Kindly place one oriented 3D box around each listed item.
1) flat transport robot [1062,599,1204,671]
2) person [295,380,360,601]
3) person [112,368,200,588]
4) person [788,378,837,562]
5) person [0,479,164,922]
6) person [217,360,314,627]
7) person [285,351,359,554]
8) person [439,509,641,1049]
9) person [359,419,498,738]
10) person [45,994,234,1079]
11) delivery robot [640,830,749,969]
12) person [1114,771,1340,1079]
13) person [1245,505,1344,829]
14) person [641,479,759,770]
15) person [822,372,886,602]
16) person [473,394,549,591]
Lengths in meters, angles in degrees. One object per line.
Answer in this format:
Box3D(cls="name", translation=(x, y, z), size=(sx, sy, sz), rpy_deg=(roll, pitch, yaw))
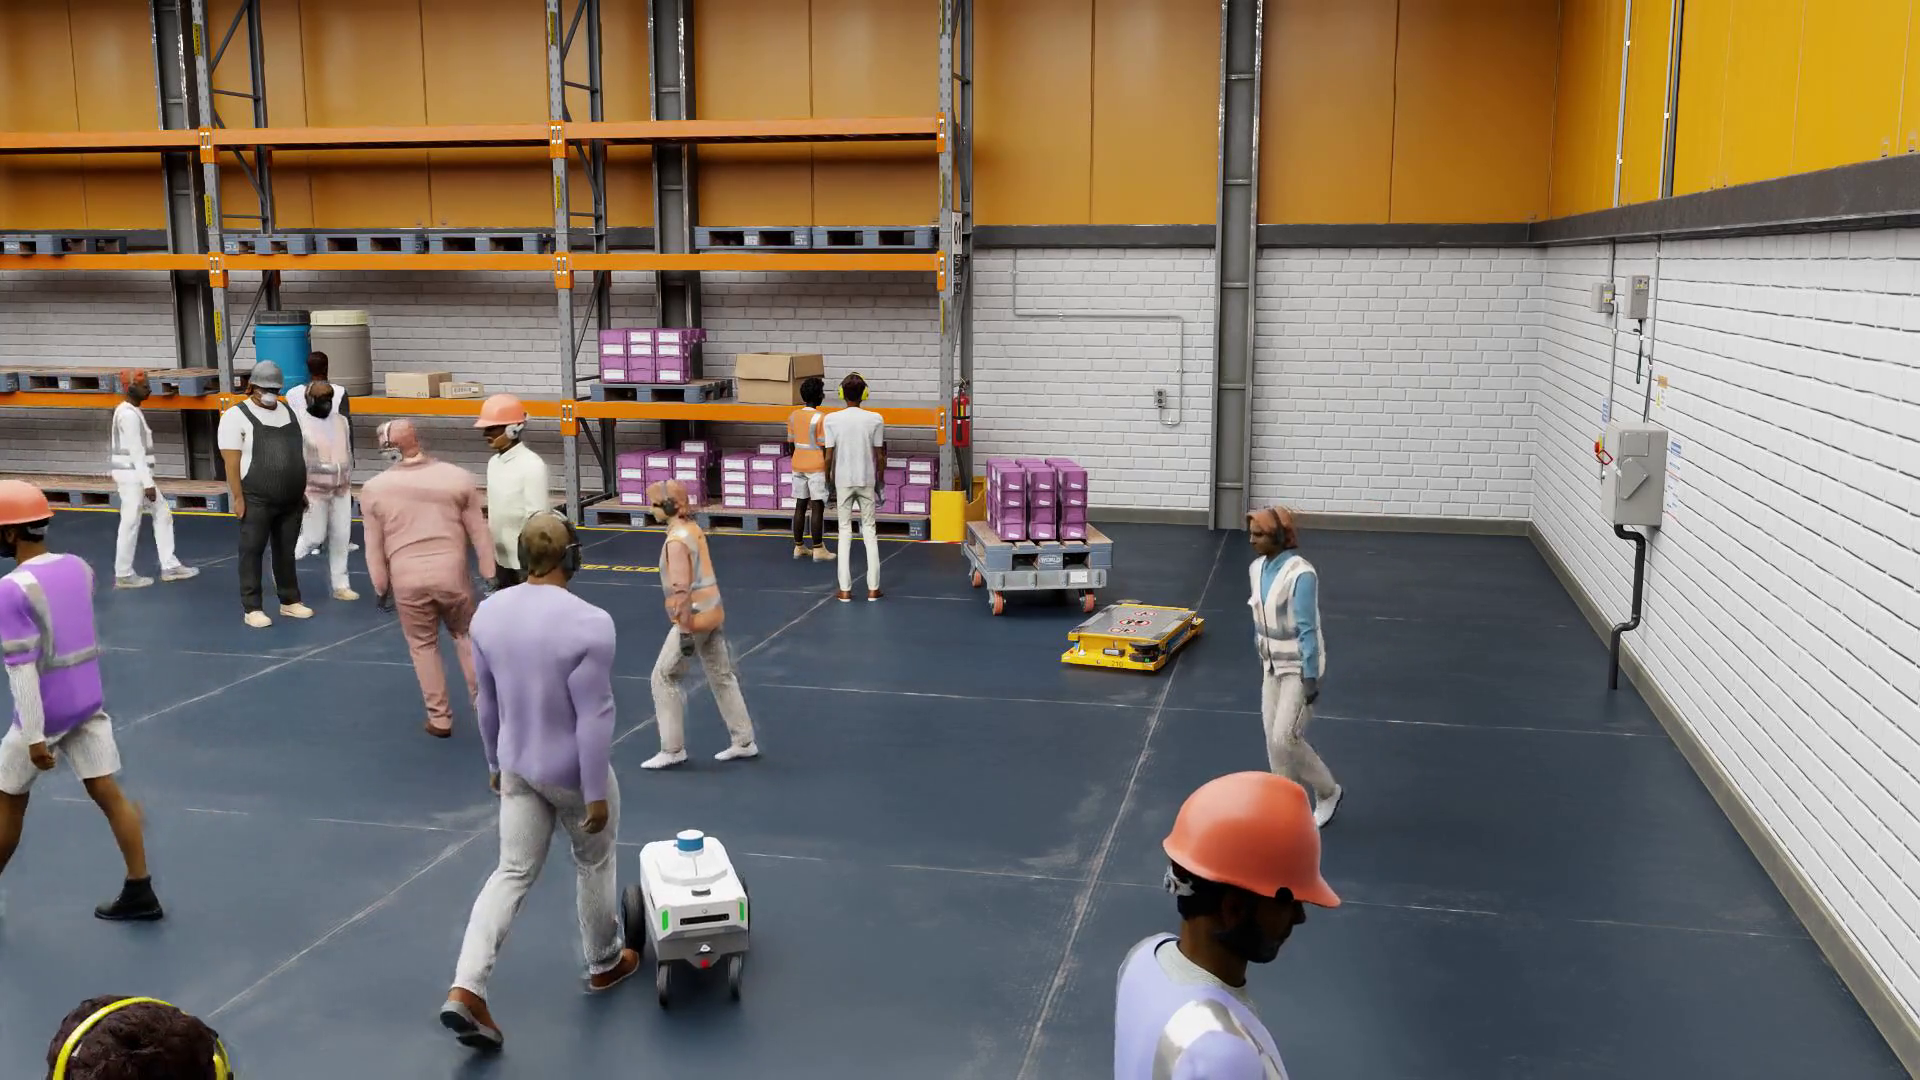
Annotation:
Box3D(cls="flat transport robot", translation=(1.253, 0.660, 11.826), size=(0.652, 0.197, 1.431), rpy_deg=(4, 10, 21))
Box3D(cls="person", translation=(-5.256, -0.406, 13.580), size=(0.655, 1.819, 0.629), rpy_deg=(6, 11, 31))
Box3D(cls="person", translation=(-6.870, -0.526, 14.157), size=(0.786, 1.854, 0.598), rpy_deg=(-4, 10, -22))
Box3D(cls="person", translation=(-1.368, -0.651, 15.376), size=(0.540, 1.695, 0.317), rpy_deg=(9, 13, 43))
Box3D(cls="person", translation=(-3.834, 0.685, 6.907), size=(0.993, 1.883, 0.569), rpy_deg=(2, 10, 11))
Box3D(cls="person", translation=(-5.246, -0.373, 12.715), size=(0.536, 2.000, 0.676), rpy_deg=(6, 11, 32))
Box3D(cls="person", translation=(-6.019, -0.816, 15.698), size=(0.587, 1.920, 0.393), rpy_deg=(0, 10, -2))
Box3D(cls="person", translation=(-1.525, 0.839, 5.987), size=(0.636, 1.904, 0.968), rpy_deg=(4, 10, 23))
Box3D(cls="person", translation=(-3.089, 0.226, 9.691), size=(0.750, 1.876, 0.419), rpy_deg=(-4, 11, -25))
Box3D(cls="person", translation=(-0.990, 1.509, 2.252), size=(0.556, 1.815, 0.995), rpy_deg=(-7, 12, -34))
Box3D(cls="delivery robot", translation=(-1.043, 1.375, 6.476), size=(0.477, 0.478, 0.707), rpy_deg=(-3, 10, -17))
Box3D(cls="person", translation=(0.448, 1.340, 2.906), size=(0.374, 1.928, 0.543), rpy_deg=(-2, 10, -9))
Box3D(cls="person", translation=(1.577, 0.630, 8.009), size=(0.417, 1.616, 0.526), rpy_deg=(-4, 10, -20))
Box3D(cls="person", translation=(-1.460, 0.462, 9.075), size=(0.730, 1.598, 0.535), rpy_deg=(1, 10, 4))
Box3D(cls="person", translation=(-0.863, -0.428, 13.545), size=(0.521, 1.873, 0.335), rpy_deg=(0, 10, -3))
Box3D(cls="person", translation=(-2.686, 0.112, 10.038), size=(0.430, 1.983, 0.615), rpy_deg=(-9, 13, -43))
